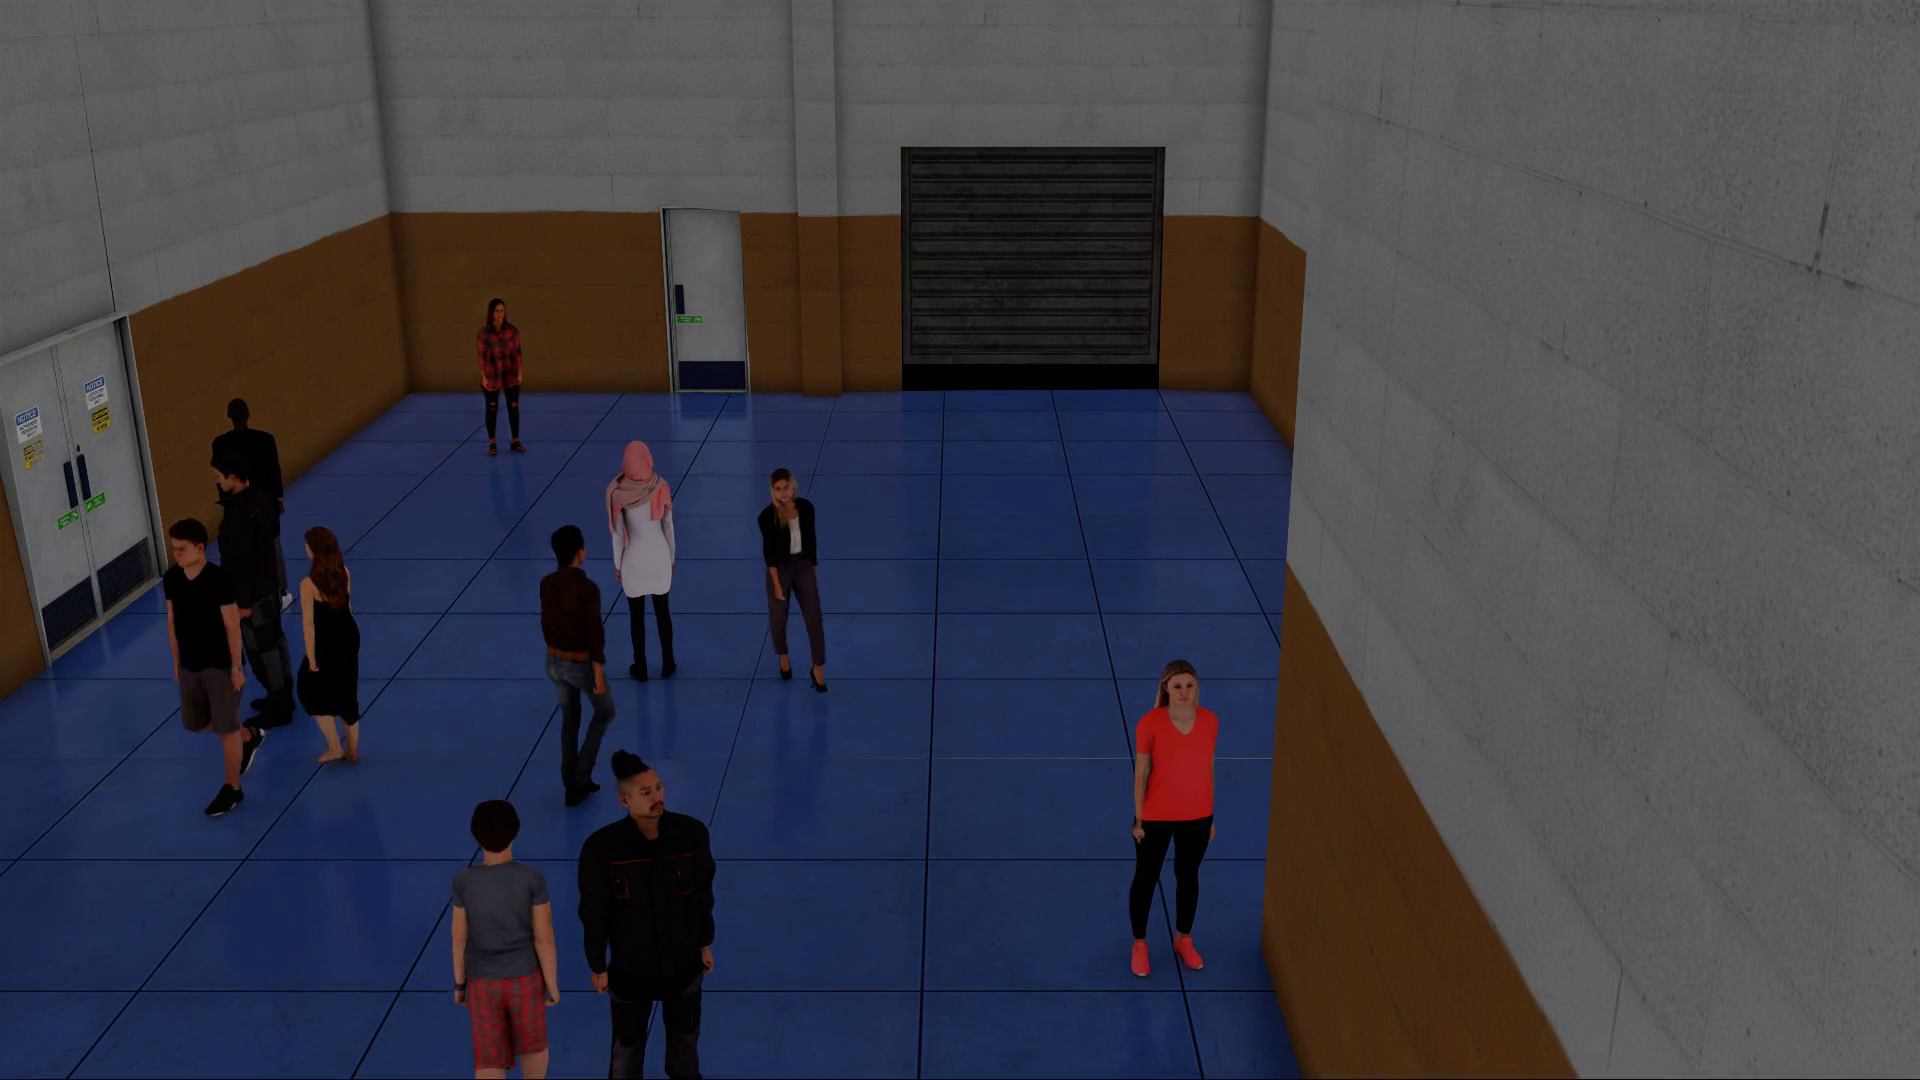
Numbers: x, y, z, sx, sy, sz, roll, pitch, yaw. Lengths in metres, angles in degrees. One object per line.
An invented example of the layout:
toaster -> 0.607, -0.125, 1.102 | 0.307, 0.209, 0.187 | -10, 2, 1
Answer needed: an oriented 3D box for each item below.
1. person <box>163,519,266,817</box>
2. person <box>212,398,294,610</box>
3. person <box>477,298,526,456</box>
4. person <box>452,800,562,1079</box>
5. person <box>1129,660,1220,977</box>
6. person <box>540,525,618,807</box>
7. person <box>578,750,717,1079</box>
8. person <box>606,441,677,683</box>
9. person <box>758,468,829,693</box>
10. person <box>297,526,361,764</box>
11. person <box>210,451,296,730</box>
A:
person -> -4.537, 0.728, 10.236 | 0.955, 1.847, 0.890 | 5, 19, 15
person -> -5.690, -0.281, 13.362 | 0.640, 1.762, 0.781 | -8, 20, -23
person -> -4.922, -1.748, 17.819 | 0.649, 1.695, 0.764 | -9, 20, -24
person -> -1.940, 1.911, 7.041 | 0.910, 1.634, 0.733 | -3, 19, -9
person -> 1.084, 1.403, 8.476 | 0.534, 1.693, 0.695 | -4, 19, -11
person -> -2.403, 0.816, 10.119 | 0.731, 1.756, 0.855 | 9, 21, 25
person -> -1.324, 1.755, 7.148 | 0.742, 1.852, 0.909 | -9, 21, -24
person -> -2.277, 0.149, 12.021 | 0.646, 1.804, 0.767 | -6, 20, -18
person -> -1.268, 0.263, 11.939 | 0.926, 1.639, 0.901 | -9, 21, -26
person -> -3.970, 0.704, 10.676 | 0.742, 1.613, 0.701 | 12, 22, 31
person -> -4.788, 0.318, 11.302 | 0.653, 1.944, 0.740 | -3, 19, -10
